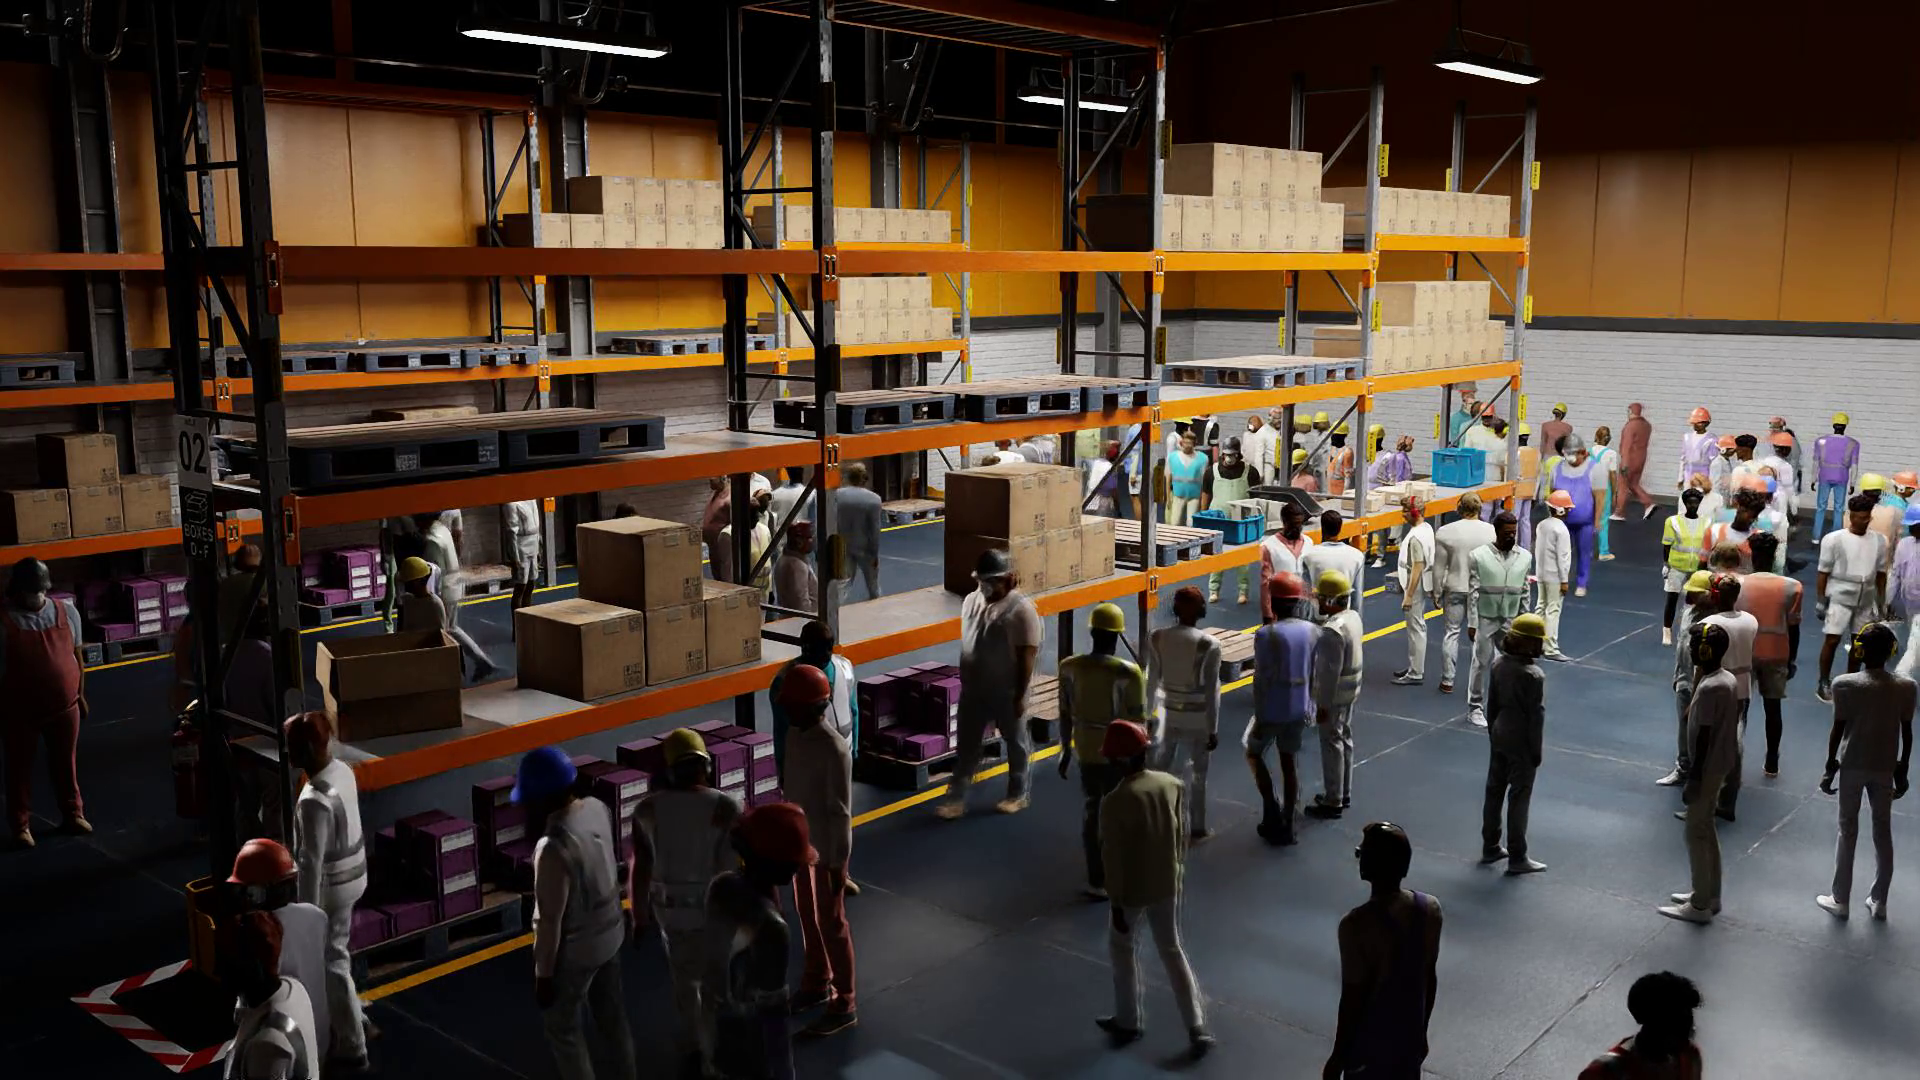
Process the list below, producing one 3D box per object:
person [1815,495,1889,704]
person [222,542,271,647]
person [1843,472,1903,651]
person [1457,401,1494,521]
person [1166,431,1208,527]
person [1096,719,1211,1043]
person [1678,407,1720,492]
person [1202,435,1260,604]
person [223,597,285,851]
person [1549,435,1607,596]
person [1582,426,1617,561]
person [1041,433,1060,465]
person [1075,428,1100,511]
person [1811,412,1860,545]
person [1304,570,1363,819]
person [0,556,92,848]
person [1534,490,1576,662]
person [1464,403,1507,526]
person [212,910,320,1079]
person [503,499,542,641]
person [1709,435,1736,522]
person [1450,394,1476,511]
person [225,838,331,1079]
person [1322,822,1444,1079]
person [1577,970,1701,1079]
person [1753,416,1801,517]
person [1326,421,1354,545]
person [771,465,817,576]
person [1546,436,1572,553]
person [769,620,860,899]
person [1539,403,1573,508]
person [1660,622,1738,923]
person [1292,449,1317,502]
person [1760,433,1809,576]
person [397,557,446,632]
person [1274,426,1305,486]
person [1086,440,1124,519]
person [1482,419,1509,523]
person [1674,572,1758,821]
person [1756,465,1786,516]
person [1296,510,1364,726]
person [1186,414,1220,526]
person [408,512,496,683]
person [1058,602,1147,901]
[{"bbox_3d":[8.202,0.543,15.311,0.616,1.956,0.389,0,10,-1],"label":"person"},{"bbox_3d":[-6.192,0.834,14.545,0.518,1.616,0.448,1,10,6],"label":"person"},{"bbox_3d":[9.341,0.264,17.069,0.599,1.910,0.525,1,10,3],"label":"person"},{"bbox_3d":[7.938,-1.178,25.624,0.631,1.940,0.372,-3,10,-17],"label":"person"},{"bbox_3d":[3.032,-0.561,22.285,0.558,1.822,0.450,2,10,14],"label":"person"},{"bbox_3d":[0.989,1.787,8.596,0.584,1.719,0.648,-7,12,-36],"label":"person"},{"bbox_3d":[10.386,-0.861,23.454,0.411,2.034,0.609,-4,10,-23],"label":"person"},{"bbox_3d":[3.208,-0.246,19.755,0.684,2.000,0.537,2,10,11],"label":"person"},{"bbox_3d":[-4.490,1.316,10.735,0.627,1.940,0.373,6,11,30],"label":"person"},{"bbox_3d":[7.377,-0.288,20.006,0.701,2.000,0.976,6,11,31],"label":"person"},{"bbox_3d":[8.717,-0.635,22.676,0.346,1.841,0.505,-8,13,-41],"label":"person"},{"bbox_3d":[1.516,-1.413,27.336,0.388,1.837,0.562,-3,10,-20],"label":"person"},{"bbox_3d":[2.032,-1.349,27.171,0.525,1.762,0.339,2,10,13],"label":"person"},{"bbox_3d":[12.535,-0.869,23.849,0.587,1.922,0.389,5,11,29],"label":"person"},{"bbox_3d":[2.735,1.123,12.212,0.404,1.827,0.600,5,11,28],"label":"person"},{"bbox_3d":[-6.439,1.110,11.657,0.538,2.000,0.682,8,13,41],"label":"person"},{"bbox_3d":[6.083,0.357,17.005,0.336,1.753,0.564,-1,10,-5],"label":"person"},{"bbox_3d":[7.764,-1.040,24.628,0.622,1.994,0.381,3,10,15],"label":"person"},{"bbox_3d":[-2.397,2.180,5.765,0.379,1.882,0.579,-3,10,-17],"label":"person"},{"bbox_3d":[-4.644,0.126,17.847,0.369,1.933,0.553,2,10,12],"label":"person"},{"bbox_3d":[10.270,-0.547,22.407,0.341,1.750,0.566,7,12,34],"label":"person"},{"bbox_3d":[8.294,-1.430,27.224,0.651,1.906,0.402,-7,12,-35],"label":"person"},{"bbox_3d":[-2.796,2.070,6.835,0.461,1.731,0.590,2,10,11],"label":"person"},{"bbox_3d":[1.701,2.032,6.736,0.505,1.847,0.344,-5,11,-27],"label":"person"},{"bbox_3d":[2.337,2.270,5.827,0.541,1.675,0.392,-7,12,-34],"label":"person"},{"bbox_3d":[11.430,-0.789,23.406,0.410,1.905,0.641,-8,12,-39],"label":"person"},{"bbox_3d":[5.116,-0.653,22.513,0.364,1.930,0.588,-2,10,-11],"label":"person"},{"bbox_3d":[-1.835,0.042,18.432,0.596,1.901,0.638,4,10,25],"label":"person"},{"bbox_3d":[8.264,-0.607,22.981,0.642,1.681,0.544,-3,10,-17],"label":"person"},{"bbox_3d":[-0.899,1.401,10.567,0.633,1.834,0.430,-8,13,-40],"label":"person"},{"bbox_3d":[9.829,-1.385,27.416,0.532,1.754,0.341,8,13,41],"label":"person"},{"bbox_3d":[4.614,1.431,10.311,0.327,1.853,0.526,7,12,37],"label":"person"},{"bbox_3d":[4.211,-0.251,20.631,0.328,1.760,0.524,-4,10,-20],"label":"person"},{"bbox_3d":[10.521,-0.432,21.320,1.001,1.879,0.574,-1,10,-7],"label":"person"},{"bbox_3d":[-4.274,0.988,13.267,0.515,1.752,0.374,8,13,41],"label":"person"},{"bbox_3d":[4.883,-0.899,24.705,0.534,1.690,0.322,-5,11,-27],"label":"person"},{"bbox_3d":[1.842,-0.371,21.151,0.482,1.819,0.586,-2,10,-11],"label":"person"},{"bbox_3d":[7.651,-0.813,23.726,0.492,1.844,0.534,-5,11,-27],"label":"person"},{"bbox_3d":[5.478,1.151,11.993,0.565,1.846,0.389,-5,11,-28],"label":"person"},{"bbox_3d":[9.597,-0.071,19.900,0.513,1.642,0.313,9,13,43],"label":"person"},{"bbox_3d":[3.238,0.690,14.582,0.599,1.905,0.391,-2,10,-13],"label":"person"},{"bbox_3d":[3.713,-1.192,25.445,0.612,2.030,0.404,8,12,39],"label":"person"},{"bbox_3d":[-4.823,0.507,15.635,0.680,1.920,0.635,-1,10,-6],"label":"person"},{"bbox_3d":[0.904,1.347,10.624,0.618,1.933,0.405,5,11,29],"label":"person"}]
